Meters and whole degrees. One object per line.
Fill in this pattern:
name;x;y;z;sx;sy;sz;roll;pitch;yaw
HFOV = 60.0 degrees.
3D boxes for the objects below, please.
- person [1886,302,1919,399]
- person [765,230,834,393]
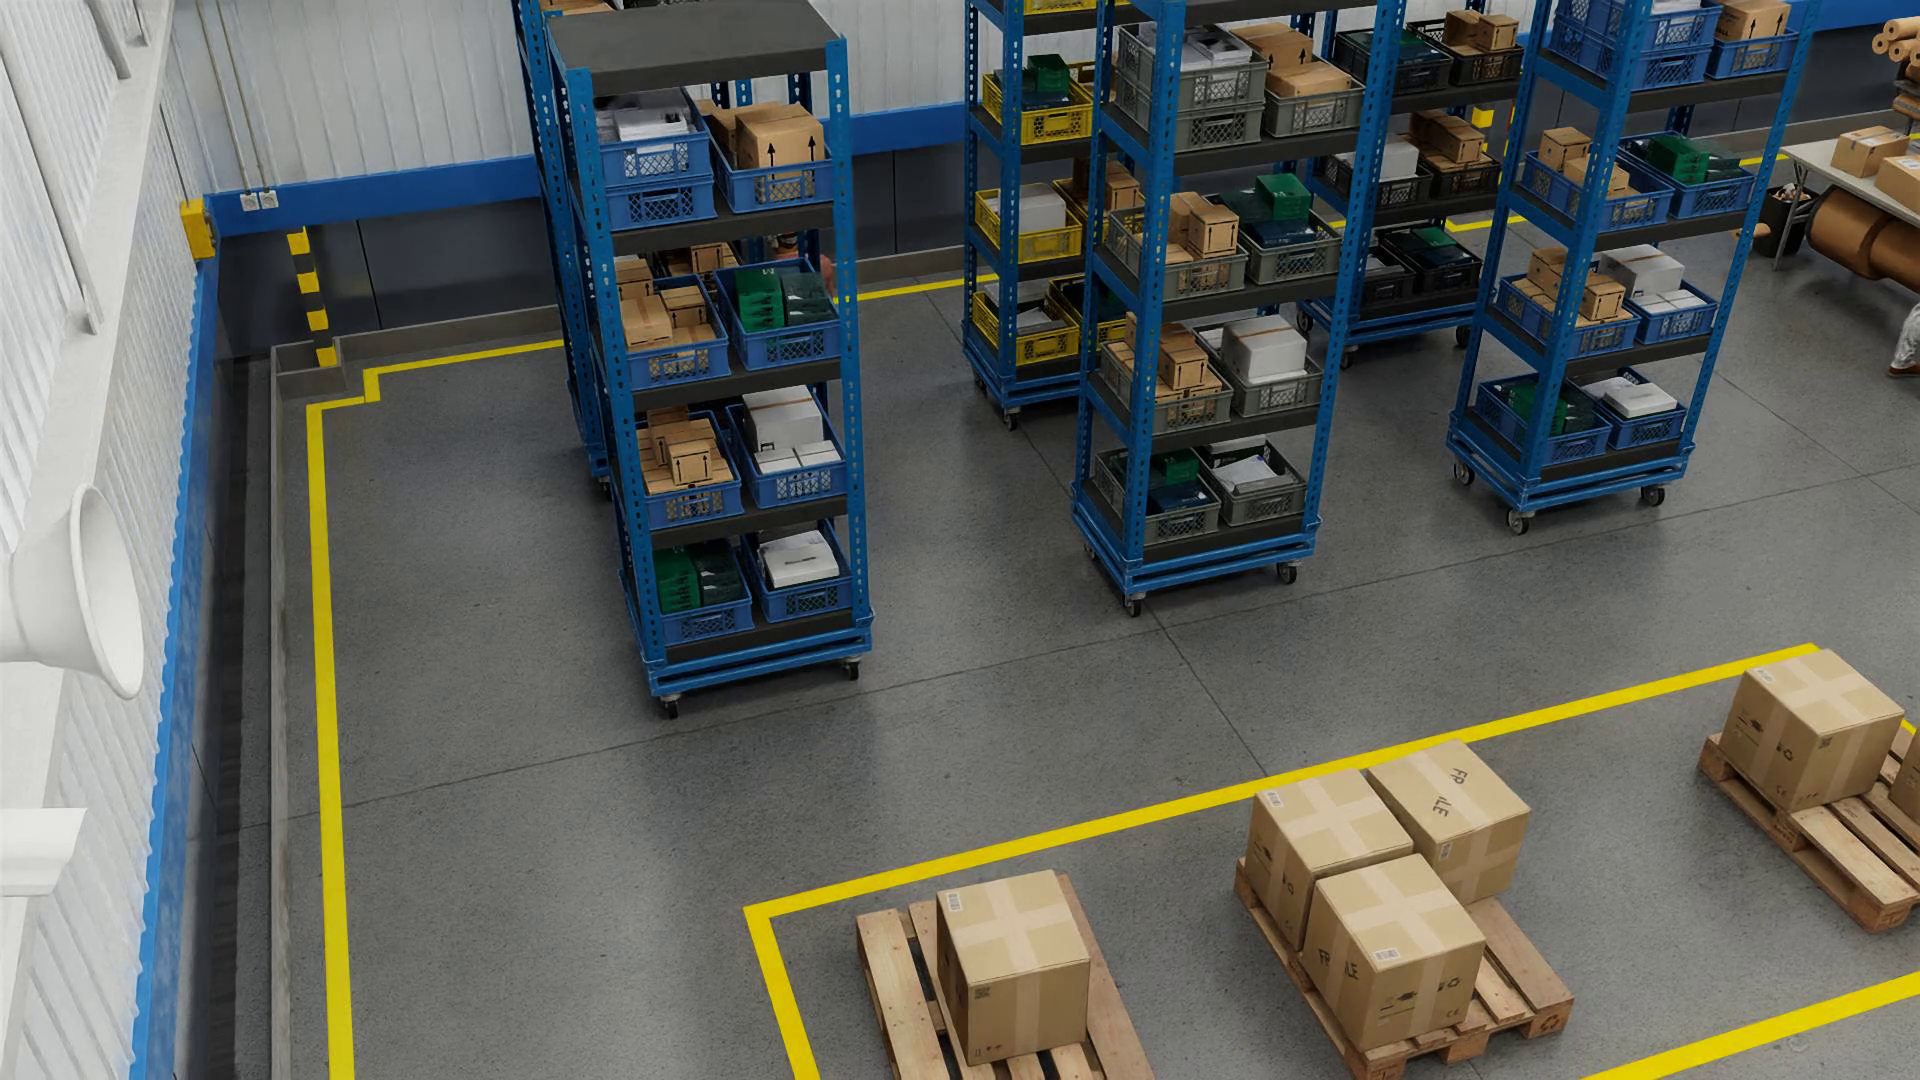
person;6.817;-1.889;11.286;0.370;1.930;0.633;-9;36;-13
person;-1.027;-1.128;10.165;0.622;1.980;0.409;-29;44;-35
